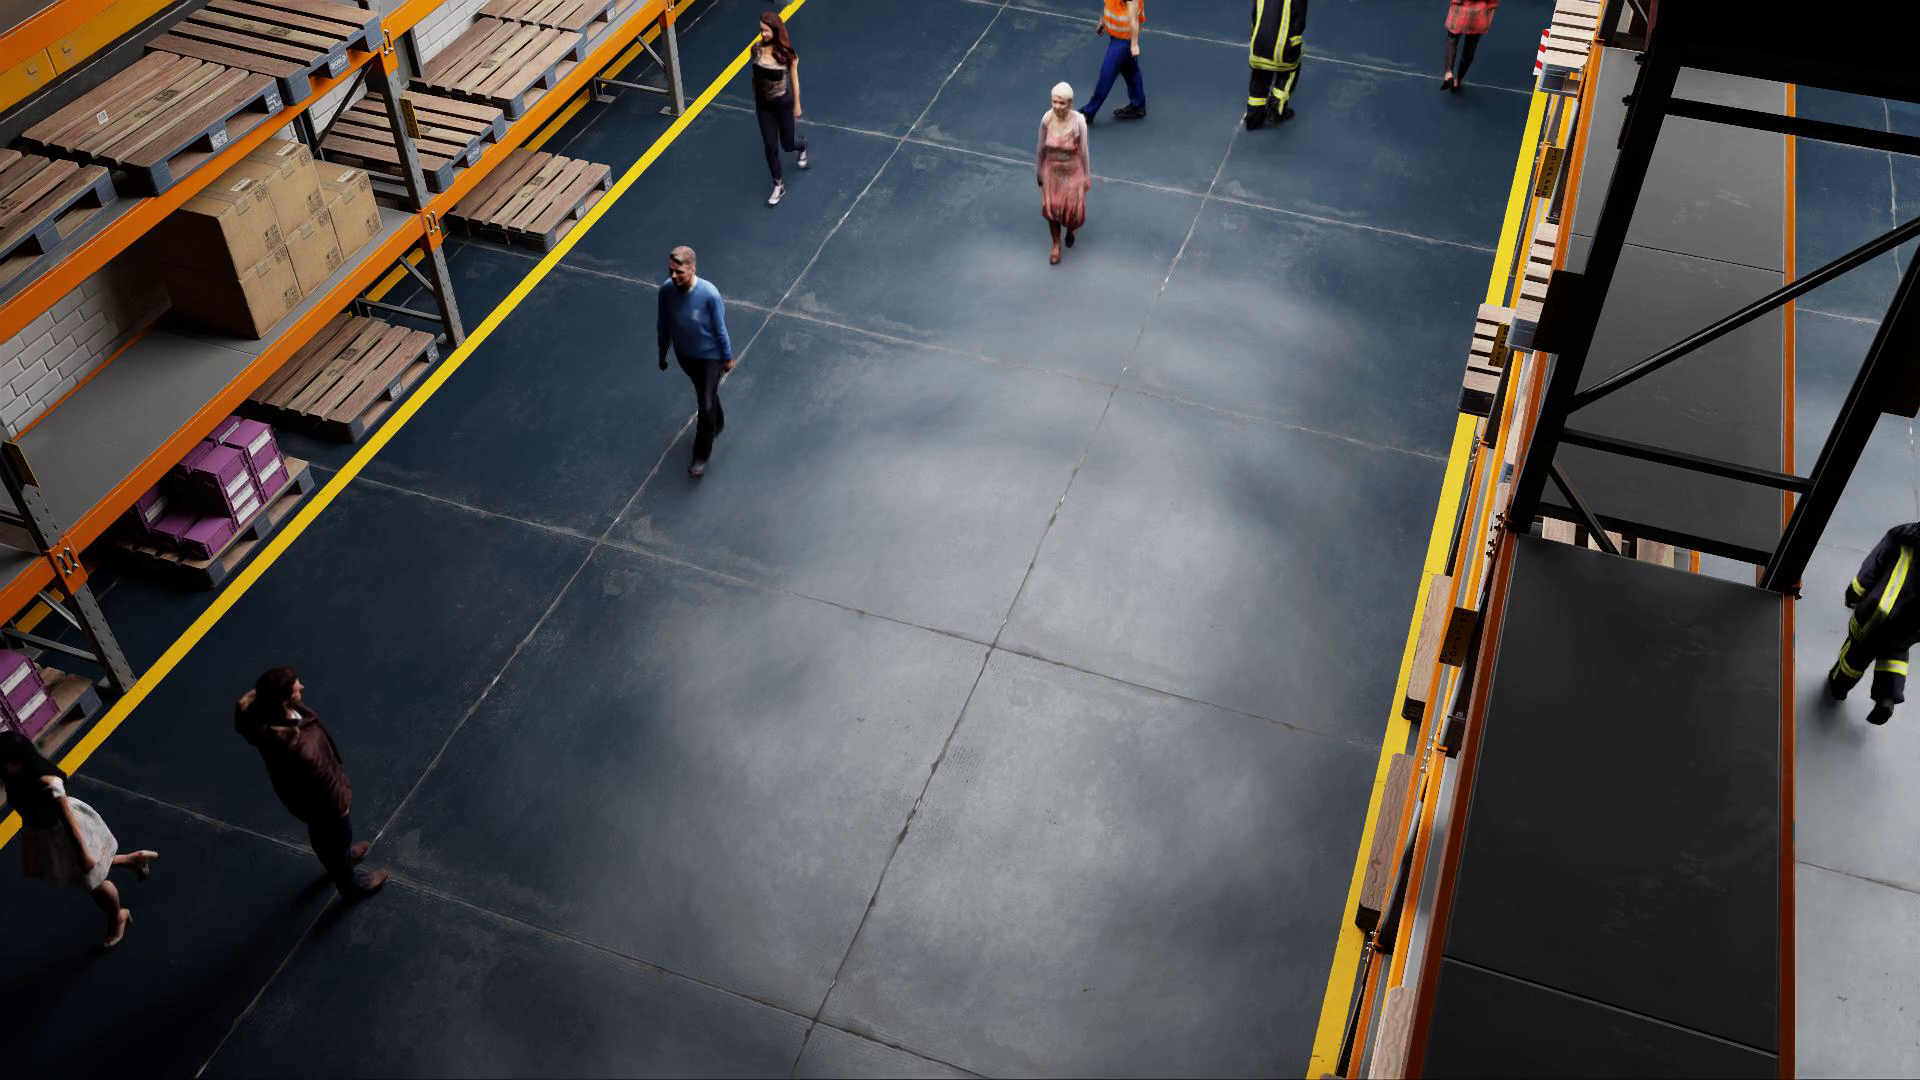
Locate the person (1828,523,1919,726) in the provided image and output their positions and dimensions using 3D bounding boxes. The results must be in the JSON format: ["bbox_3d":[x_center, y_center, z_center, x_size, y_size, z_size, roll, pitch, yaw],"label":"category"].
[{"bbox_3d":[5.805,0.430,10.222,0.804,1.843,0.882,10,45,10],"label":"person"}]

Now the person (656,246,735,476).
[{"bbox_3d":[-1.883,-1.437,12.221,0.694,1.790,0.964,16,46,16],"label":"person"}]

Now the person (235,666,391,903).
[{"bbox_3d":[-3.620,1.360,9.246,0.853,1.843,0.842,34,53,31],"label":"person"}]

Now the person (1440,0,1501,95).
[{"bbox_3d":[4.937,-5.073,16.106,0.609,1.696,0.694,13,45,13],"label":"person"}]

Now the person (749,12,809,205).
[{"bbox_3d":[-1.607,-3.901,14.834,0.596,1.752,0.928,14,45,14],"label":"person"}]

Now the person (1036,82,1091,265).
[{"bbox_3d":[0.896,-3.146,14.095,0.637,1.680,0.707,11,45,12],"label":"person"}]

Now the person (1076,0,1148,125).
[{"bbox_3d":[1.623,-4.795,15.702,1.135,1.850,1.170,-7,44,-7],"label":"person"}]

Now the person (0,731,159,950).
[{"bbox_3d":[-4.797,1.578,9.076,0.681,1.763,0.868,19,47,19],"label":"person"}]

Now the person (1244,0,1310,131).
[{"bbox_3d":[2.937,-4.705,15.637,0.869,1.809,0.886,29,51,27],"label":"person"}]
